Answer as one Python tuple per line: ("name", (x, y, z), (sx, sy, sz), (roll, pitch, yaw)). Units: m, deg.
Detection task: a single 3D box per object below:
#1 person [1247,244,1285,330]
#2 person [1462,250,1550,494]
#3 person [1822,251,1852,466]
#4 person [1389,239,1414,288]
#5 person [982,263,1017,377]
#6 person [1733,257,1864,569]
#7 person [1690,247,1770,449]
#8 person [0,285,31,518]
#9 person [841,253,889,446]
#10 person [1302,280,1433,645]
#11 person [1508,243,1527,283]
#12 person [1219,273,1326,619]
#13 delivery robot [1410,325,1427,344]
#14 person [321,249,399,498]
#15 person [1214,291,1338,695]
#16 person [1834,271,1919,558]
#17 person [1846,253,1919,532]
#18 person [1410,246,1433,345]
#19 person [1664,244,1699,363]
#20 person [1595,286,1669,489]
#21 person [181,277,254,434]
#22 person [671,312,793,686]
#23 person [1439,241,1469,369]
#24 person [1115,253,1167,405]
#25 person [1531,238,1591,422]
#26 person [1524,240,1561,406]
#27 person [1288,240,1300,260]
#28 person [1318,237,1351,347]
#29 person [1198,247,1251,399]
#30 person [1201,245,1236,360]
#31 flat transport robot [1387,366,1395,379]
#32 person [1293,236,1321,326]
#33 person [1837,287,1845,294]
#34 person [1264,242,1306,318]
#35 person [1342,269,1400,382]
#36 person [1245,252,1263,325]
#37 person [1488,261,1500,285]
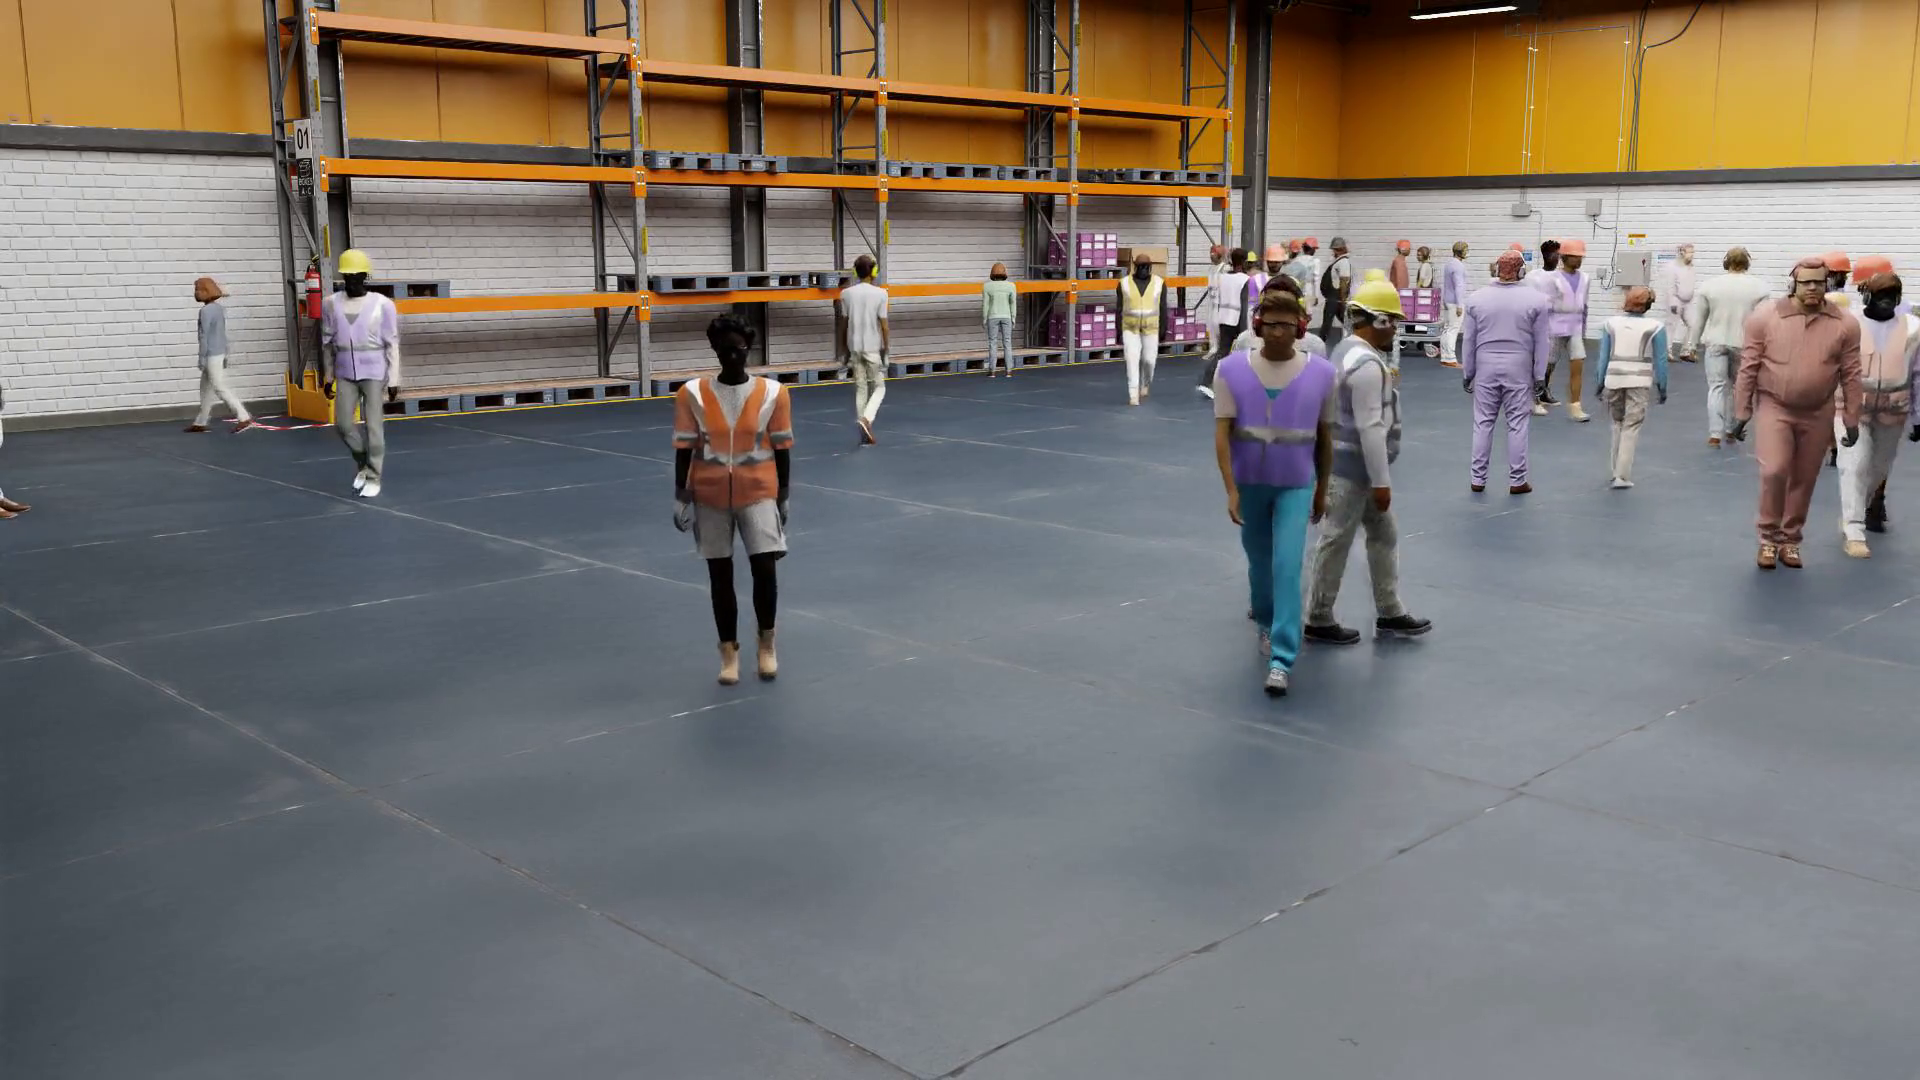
("person", (3.571, -2.393, 18.940), (0.566, 1.904, 0.835), (1, 10, 4))
("person", (4.282, -1.313, 13.071), (0.654, 1.906, 0.408), (5, 12, 26))
("person", (7.454, -1.552, 14.438), (0.992, 1.896, 0.546), (0, 10, -1))
("person", (8.032, -4.591, 30.820), (0.818, 1.967, 0.625), (4, 11, 19))
("person", (0.561, -3.142, 23.790), (0.497, 1.632, 0.289), (-1, 10, -7))
("person", (5.059, -0.745, 10.007), (0.684, 1.885, 0.629), (2, 11, 13))
("person", (7.389, -1.851, 16.024), (0.649, 1.901, 0.948), (4, 11, 19))
("person", (-6.987, -1.082, 11.948), (0.324, 1.860, 0.515), (-3, 11, -16))
("person", (-0.927, -1.797, 15.870), (0.519, 1.851, 0.548), (3, 11, 17))
("person", (2.069, -0.358, 8.158), (0.792, 1.792, 0.626), (1, 10, 5))
("person", (9.518, -4.201, 28.889), (0.576, 1.881, 0.687), (-2, 11, -10))
("person", (1.740, -0.542, 9.086), (0.519, 1.836, 0.912), (7, 12, 32))
("delivery robot", (7.974, -3.657, 29.287), (0.707, 0.478, 0.477), (0, 10, -1))
("person", (-4.640, -1.282, 12.870), (0.614, 1.913, 0.411), (0, 10, 2))
("person", (1.445, -0.252, 7.662), (0.547, 1.784, 1.043), (3, 11, 18))
("person", (5.875, -0.832, 10.753), (0.630, 1.811, 0.898), (3, 11, 16))
("person", (6.317, -1.022, 11.517), (0.593, 1.893, 0.689), (1, 10, 6))
("person", (8.470, -4.434, 30.334), (0.633, 1.817, 0.516), (3, 11, 15))
("person", (11.512, -3.753, 26.455), (0.641, 1.885, 0.668), (-4, 11, -20))
("person", (5.436, -1.229, 13.406), (0.544, 1.613, 0.679), (10, 14, 43))
("person", (-7.630, -1.881, 17.001), (0.756, 1.606, 0.515), (-1, 10, -7))
("person", (-1.020, -0.175, 7.475), (0.540, 1.685, 0.367), (-1, 10, -3))
("person", (7.549, -3.586, 25.374), (0.362, 1.938, 0.631), (1, 10, 3))
("person", (2.178, -2.544, 20.041), (0.626, 1.817, 0.690), (1, 10, 4))
("person", (6.631, -2.322, 18.350), (0.652, 2.005, 0.986), (-3, 11, -15))
("person", (6.949, -2.567, 19.743), (0.603, 1.966, 0.368), (-5, 11, -25))
("person", (5.893, -4.408, 29.889), (0.679, 1.921, 1.003), (4, 11, 19))
("person", (6.873, -4.516, 30.169), (0.958, 2.000, 0.683), (2, 11, 12))
("person", (3.352, -2.668, 20.545), (0.952, 1.881, 0.599), (-6, 12, -31))
("person", (4.243, -3.866, 27.097), (0.547, 1.866, 0.592), (-4, 11, -23))
("flat transport robot", (5.460, -2.225, 22.508), (0.652, 0.197, 1.431), (5, 11, 25))
("person", (6.061, -4.361, 29.447), (0.739, 2.011, 0.615), (-8, 13, -39))
("person", (13.973, -3.648, 26.461), (0.845, 1.649, 0.550), (10, 14, 42))
("person", (4.870, -3.519, 25.044), (0.632, 1.926, 0.622), (1, 10, 3))
("person", (3.704, -1.566, 14.951), (0.511, 1.705, 0.796), (0, 10, 1))
("person", (4.975, -4.105, 28.797), (0.530, 1.727, 0.890), (5, 12, 27))
("person", (9.239, -3.954, 28.376), (0.545, 1.583, 0.887), (-4, 11, -19))
